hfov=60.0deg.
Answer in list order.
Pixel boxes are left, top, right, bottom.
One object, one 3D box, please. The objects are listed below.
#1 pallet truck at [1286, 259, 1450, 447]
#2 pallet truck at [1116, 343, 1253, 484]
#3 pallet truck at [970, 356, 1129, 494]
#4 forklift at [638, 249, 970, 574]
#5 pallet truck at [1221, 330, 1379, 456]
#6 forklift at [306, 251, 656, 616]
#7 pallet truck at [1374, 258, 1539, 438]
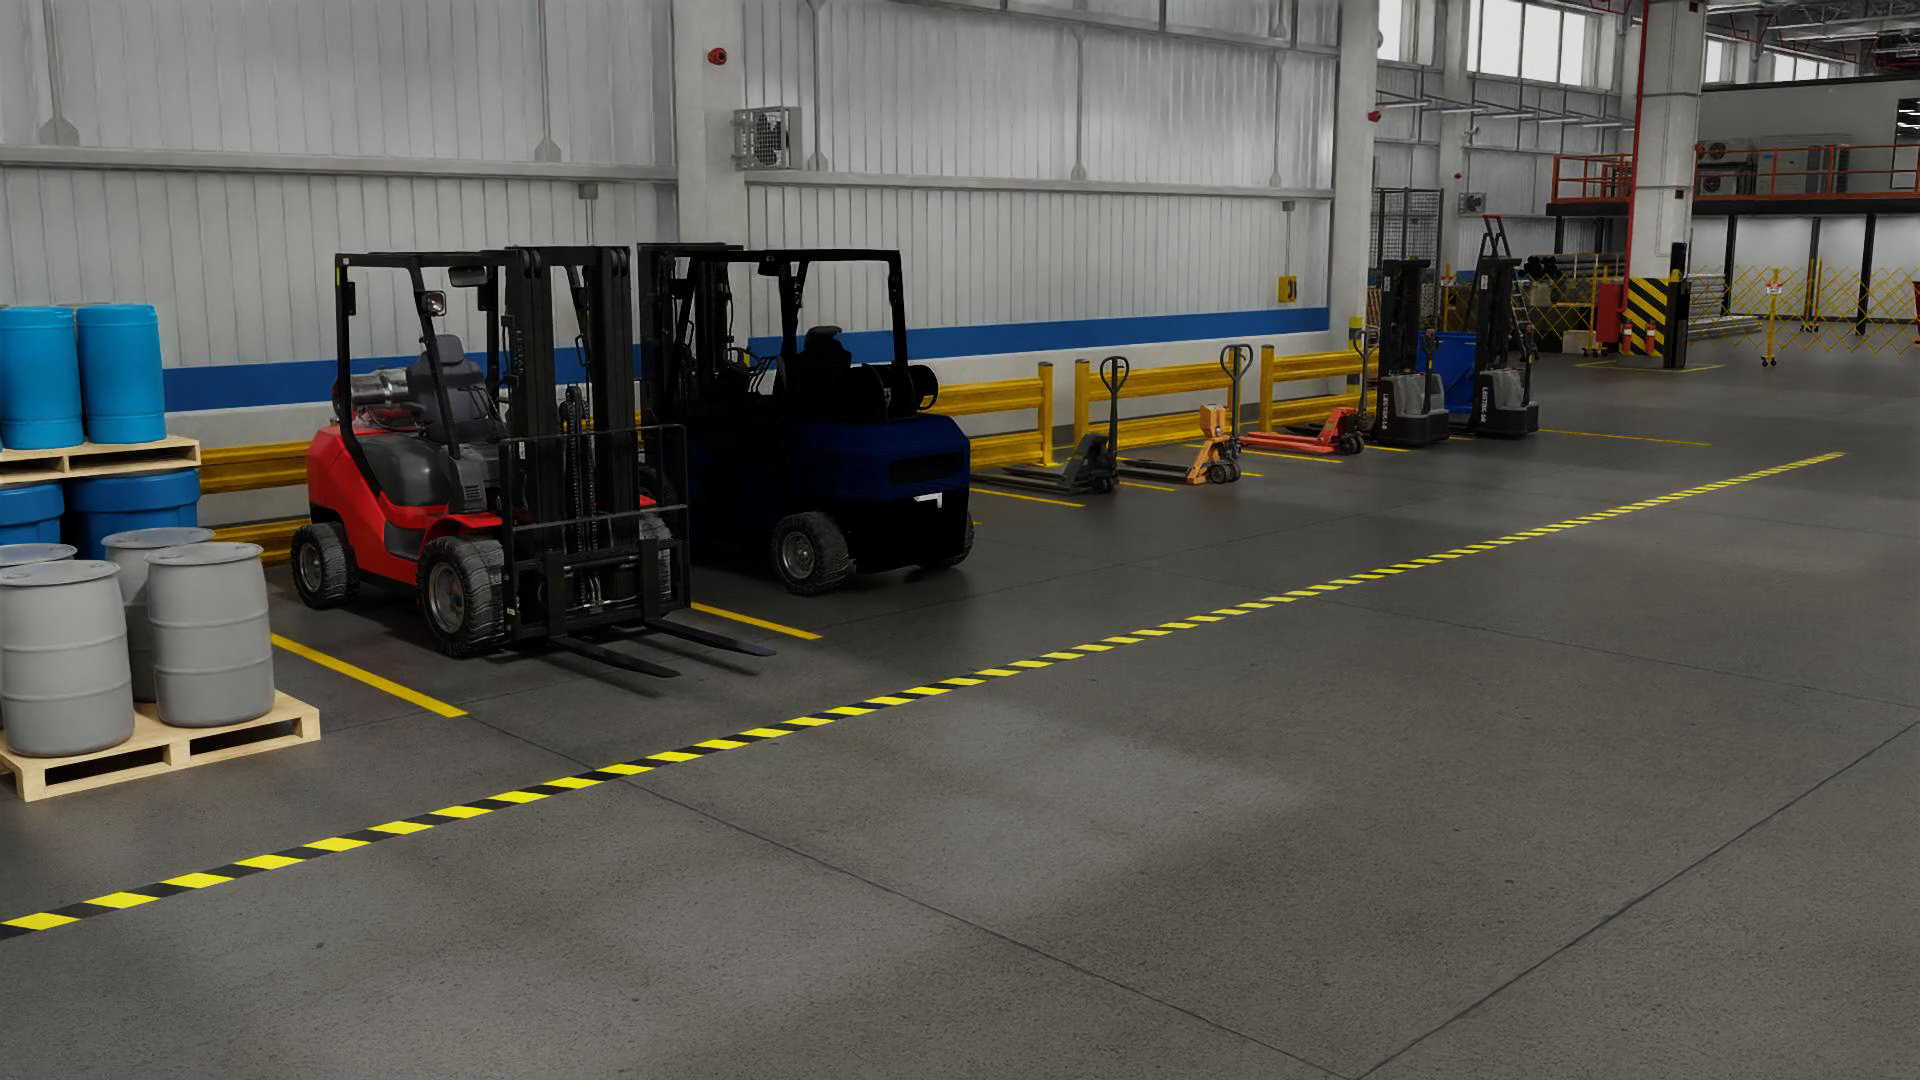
[{"bbox_3d":[4.493,-2.078,18.196,0.823,1.965,1.885,-9,14,-40],"label":"pallet truck"},{"bbox_3d":[1.962,-1.215,15.415,1.522,1.261,0.704,10,14,43],"label":"pallet truck"},{"bbox_3d":[0.784,-1.085,14.876,0.680,1.201,1.601,-10,14,-44],"label":"pallet truck"},{"bbox_3d":[-1.173,-0.958,11.239,2.680,1.987,1.157,10,14,43],"label":"forklift"},{"bbox_3d":[3.563,-1.581,17.381,0.653,1.274,1.630,-10,14,-44],"label":"pallet truck"},{"bbox_3d":[-2.833,-0.669,9.694,1.157,1.987,2.680,-10,14,-44],"label":"forklift"},{"bbox_3d":[5.704,-2.208,18.901,1.885,1.965,0.823,10,14,43],"label":"pallet truck"}]
